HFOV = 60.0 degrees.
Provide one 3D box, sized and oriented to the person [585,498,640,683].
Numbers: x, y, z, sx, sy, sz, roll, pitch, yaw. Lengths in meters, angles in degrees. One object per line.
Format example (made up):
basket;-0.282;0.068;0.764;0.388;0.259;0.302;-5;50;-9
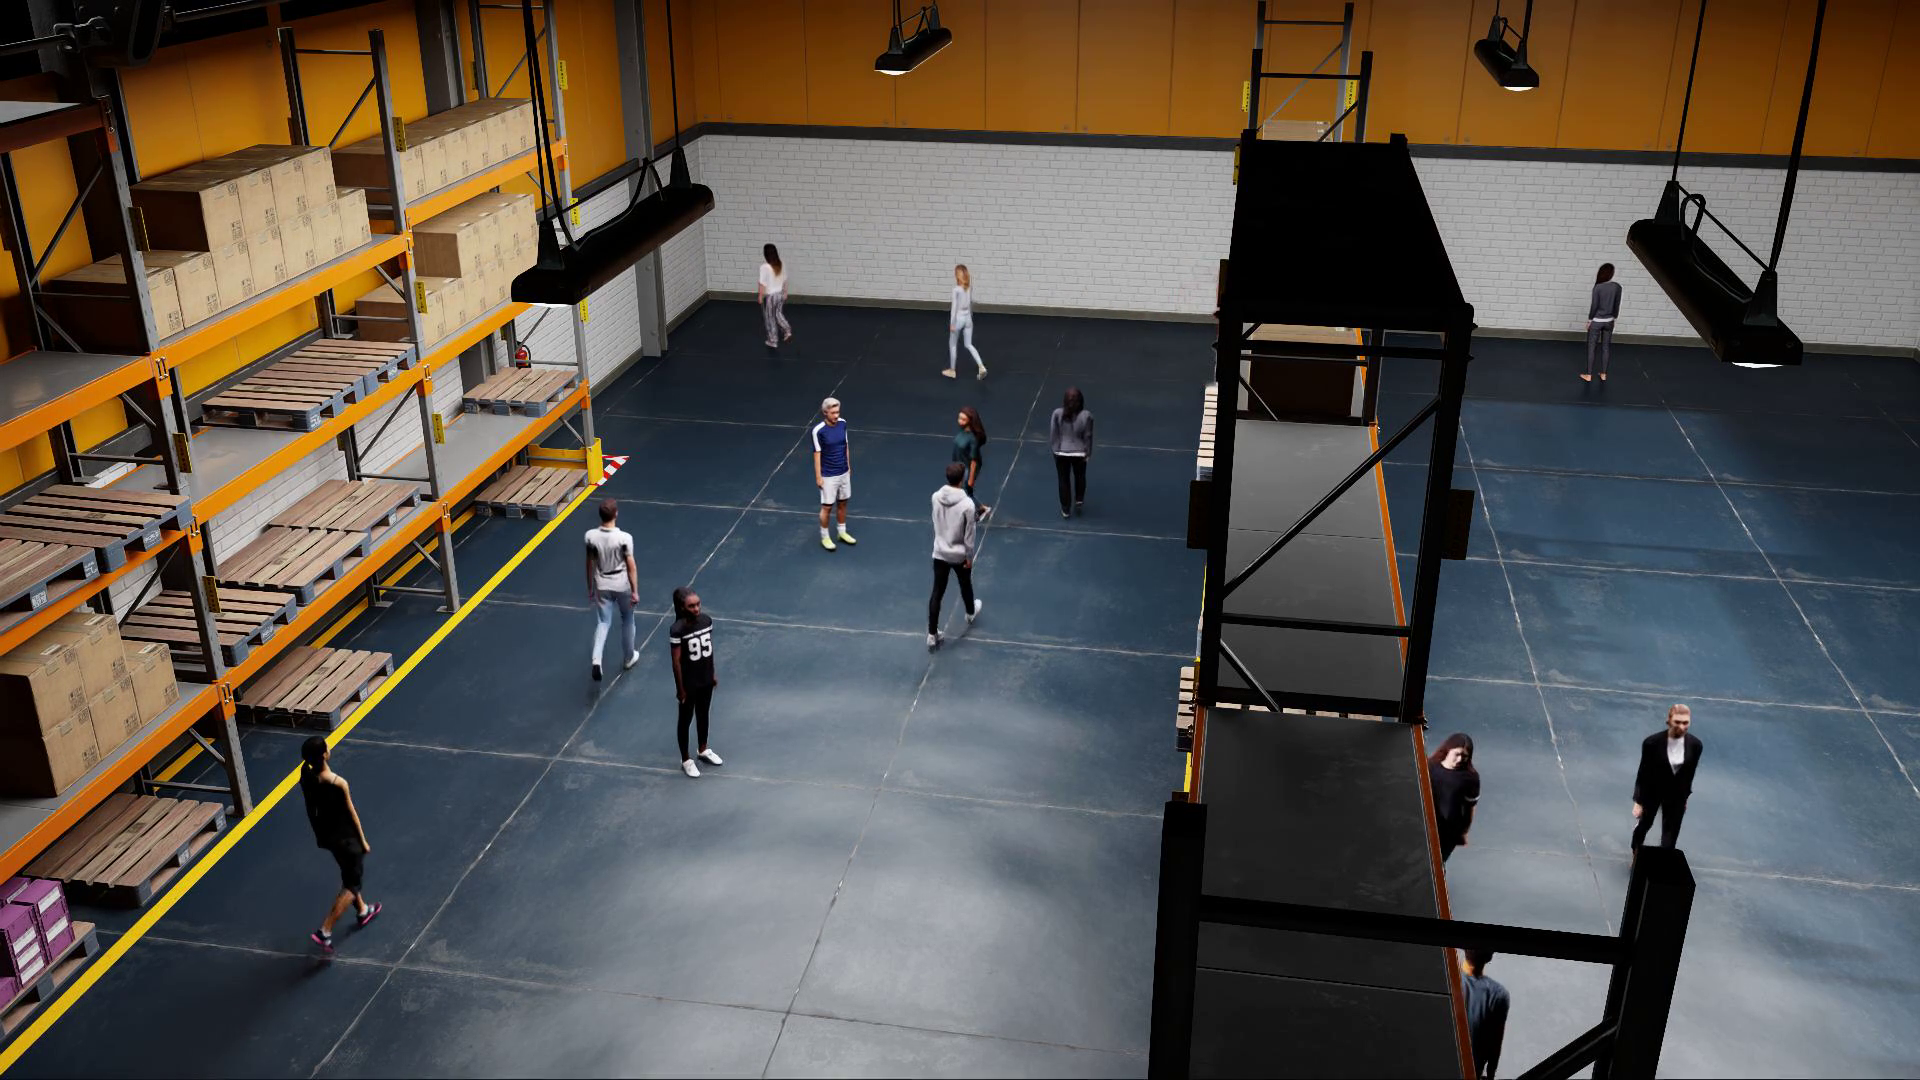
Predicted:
person;-3.384;0.516;16.108;0.683;1.828;1.062;3;24;7

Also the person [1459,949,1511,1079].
person;2.987;3.184;10.063;0.775;1.782;0.965;8;25;17

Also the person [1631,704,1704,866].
person;5.440;1.987;12.956;0.624;1.658;1.023;4;24;8

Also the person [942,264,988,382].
person;0.085;-3.187;24.656;1.111;1.767;1.083;-21;31;-39

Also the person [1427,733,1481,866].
person;3.638;2.137;12.658;0.792;1.622;0.805;18;29;35

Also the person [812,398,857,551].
person;-1.464;-0.790;19.093;0.704;1.831;0.795;-21;31;-40

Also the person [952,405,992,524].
person;0.164;-0.829;19.468;0.849;1.602;0.801;-9;25;-19

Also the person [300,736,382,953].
person;-4.632;2.256;12.277;0.762;1.708;1.051;10;26;22

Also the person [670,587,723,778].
person;-2.338;1.221;14.621;0.768;1.728;0.676;20;30;38

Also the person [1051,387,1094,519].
person;1.330;-1.027;19.961;0.725;1.570;0.913;0;24;1

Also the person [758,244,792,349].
person;-2.919;-3.845;26.289;0.912;1.665;0.849;19;30;37

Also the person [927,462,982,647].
person;-0.135;0.174;16.833;0.905;1.875;1.308;10;26;22

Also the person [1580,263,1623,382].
person;9.584;-3.262;24.824;0.673;1.770;0.618;-3;24;-7
